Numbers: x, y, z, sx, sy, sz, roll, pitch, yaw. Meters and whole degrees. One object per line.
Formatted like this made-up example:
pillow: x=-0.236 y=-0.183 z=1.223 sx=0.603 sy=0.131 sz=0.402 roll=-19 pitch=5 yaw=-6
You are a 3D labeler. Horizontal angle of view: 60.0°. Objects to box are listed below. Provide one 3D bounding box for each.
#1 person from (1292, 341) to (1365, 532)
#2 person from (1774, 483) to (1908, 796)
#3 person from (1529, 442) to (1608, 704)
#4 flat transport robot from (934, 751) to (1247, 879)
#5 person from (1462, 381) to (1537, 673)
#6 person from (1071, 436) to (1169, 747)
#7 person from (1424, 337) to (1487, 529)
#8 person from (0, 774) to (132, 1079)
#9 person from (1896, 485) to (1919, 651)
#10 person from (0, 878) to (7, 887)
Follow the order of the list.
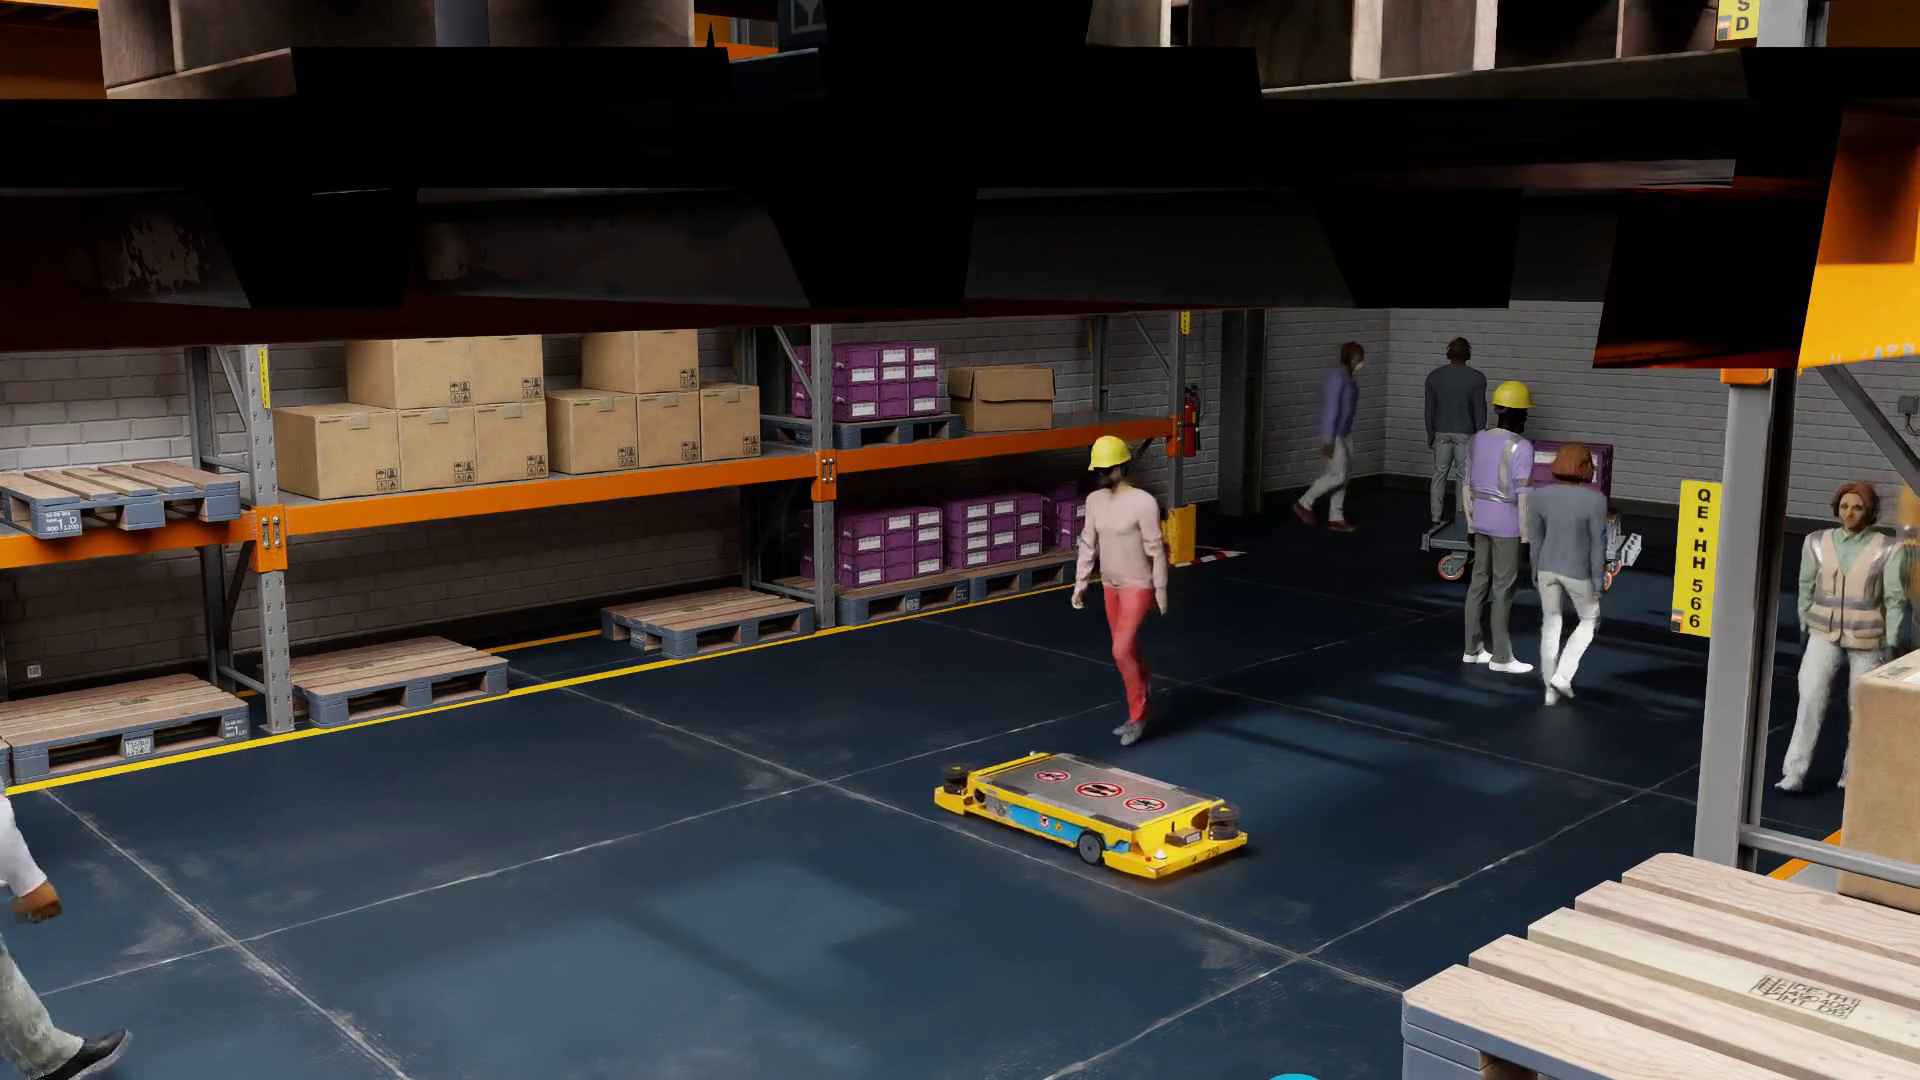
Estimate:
person: x=3.693 y=-1.018 z=16.483 sx=0.593 sy=1.912 sz=0.662 roll=6 pitch=11 yaw=32
person: x=4.431 y=0.522 z=8.355 sx=0.536 sy=1.602 sz=0.821 roll=9 pitch=13 yaw=42
person: x=3.707 y=0.207 z=10.131 sx=0.342 sy=1.618 sz=0.521 roll=-9 pitch=13 yaw=-42
flat transport robot: x=0.595 y=1.263 z=7.917 sx=0.652 sy=0.197 sz=1.431 roll=-9 pitch=13 yaw=-42
person: x=3.582 y=-0.089 z=10.991 sx=0.381 sy=1.924 sz=0.593 roll=-4 pitch=11 yaw=-24
person: x=0.907 y=0.278 z=9.387 sx=0.544 sy=1.739 sz=0.538 roll=-7 pitch=12 yaw=-37
person: x=4.924 y=-1.042 z=16.537 sx=0.629 sy=1.940 sz=0.372 roll=7 pitch=12 yaw=37
person: x=-3.030 y=0.994 z=5.056 sx=0.609 sy=1.784 sz=0.933 roll=9 pitch=13 yaw=41
person: x=5.222 y=0.321 z=8.687 sx=0.572 sy=1.888 sz=0.812 roll=2 pitch=10 yaw=13
person: x=-4.363 y=0.670 z=7.082 sx=0.488 sy=1.746 sz=0.287 roll=-1 pitch=10 yaw=-6
